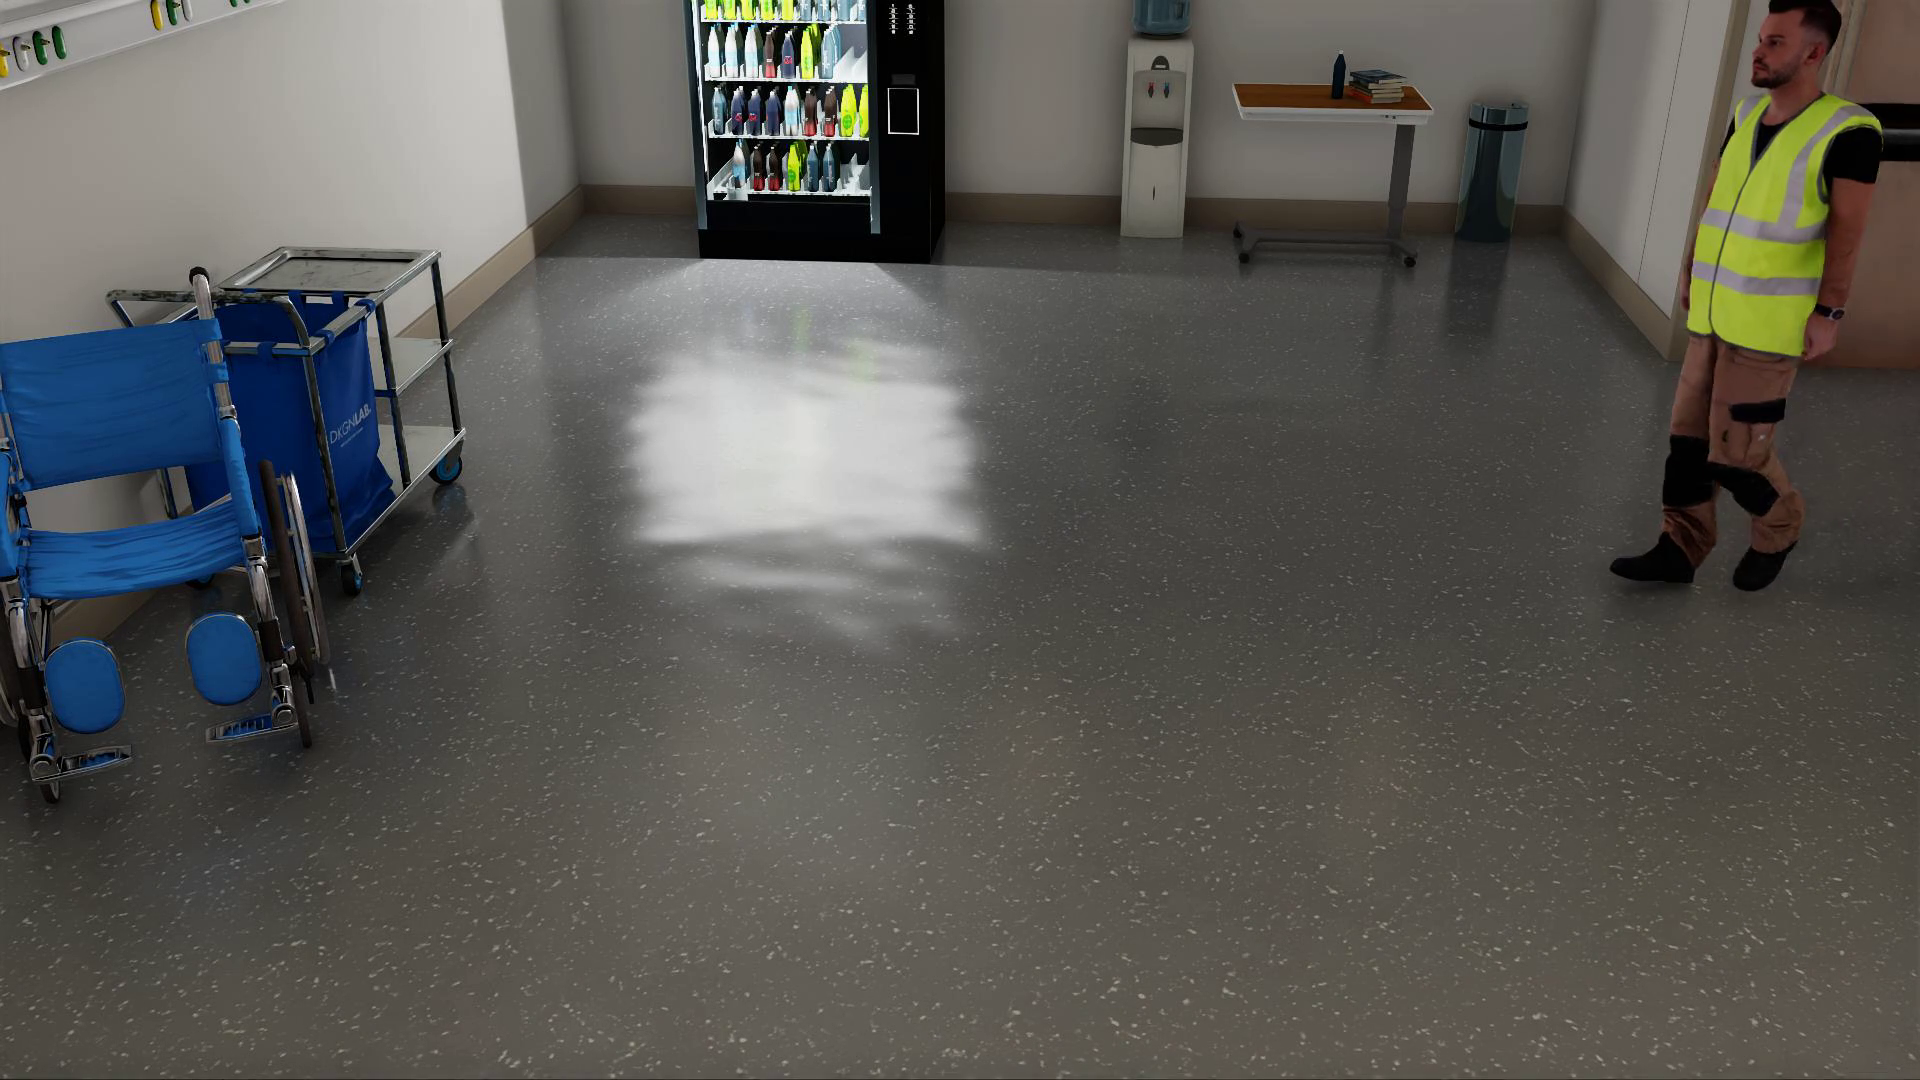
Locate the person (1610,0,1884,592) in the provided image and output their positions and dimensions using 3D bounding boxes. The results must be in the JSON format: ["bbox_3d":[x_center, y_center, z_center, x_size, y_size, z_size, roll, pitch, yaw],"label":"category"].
[{"bbox_3d":[2.422,-0.685,4.969,0.928,1.835,0.869,-9,27,-18],"label":"person"}]
